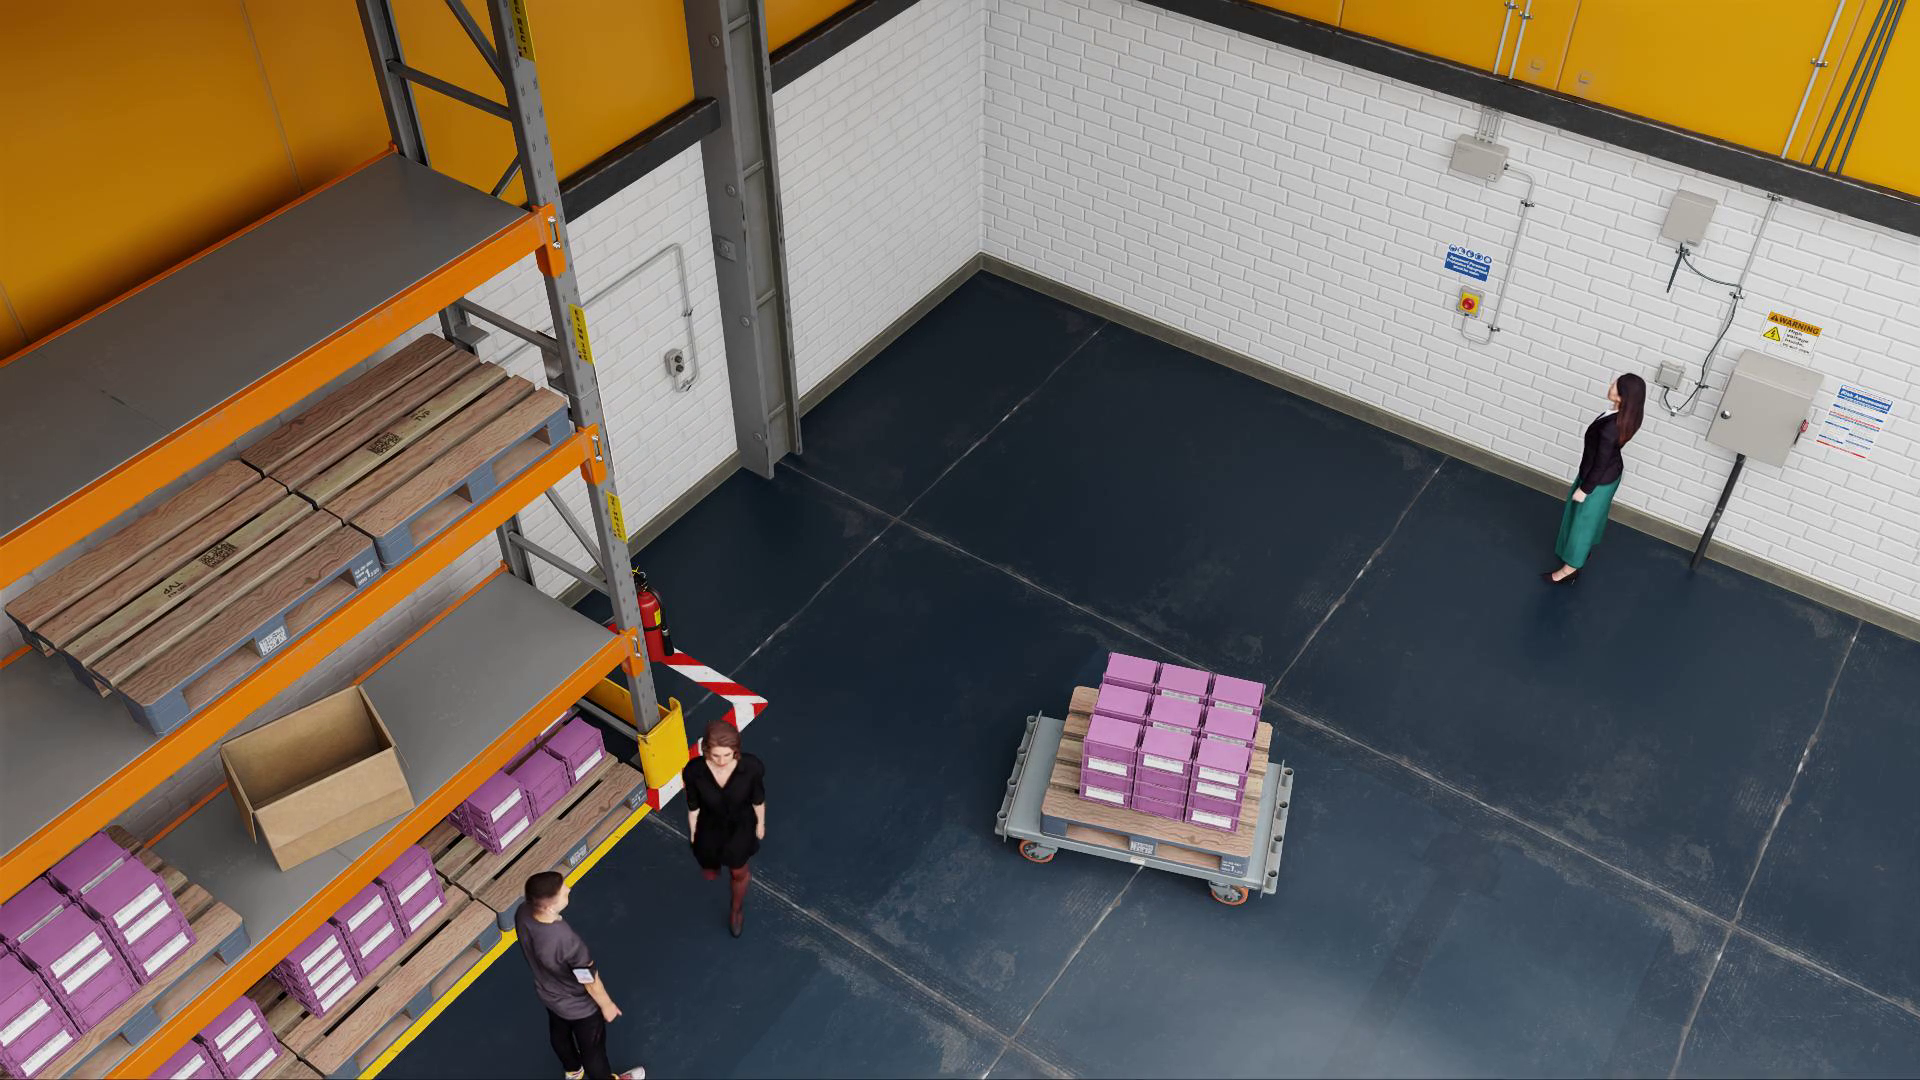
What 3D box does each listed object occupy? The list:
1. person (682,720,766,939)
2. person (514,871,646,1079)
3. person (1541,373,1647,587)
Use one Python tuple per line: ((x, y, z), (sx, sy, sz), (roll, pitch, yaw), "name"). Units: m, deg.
((-1.276, 1.502, 9.112), (0.837, 1.691, 0.907), (-2, 44, -2), "person")
((-1.950, 2.241, 8.286), (0.641, 1.761, 0.548), (28, 50, 27), "person")
((4.251, -0.403, 11.077), (0.677, 1.740, 0.453), (28, 50, 26), "person")
